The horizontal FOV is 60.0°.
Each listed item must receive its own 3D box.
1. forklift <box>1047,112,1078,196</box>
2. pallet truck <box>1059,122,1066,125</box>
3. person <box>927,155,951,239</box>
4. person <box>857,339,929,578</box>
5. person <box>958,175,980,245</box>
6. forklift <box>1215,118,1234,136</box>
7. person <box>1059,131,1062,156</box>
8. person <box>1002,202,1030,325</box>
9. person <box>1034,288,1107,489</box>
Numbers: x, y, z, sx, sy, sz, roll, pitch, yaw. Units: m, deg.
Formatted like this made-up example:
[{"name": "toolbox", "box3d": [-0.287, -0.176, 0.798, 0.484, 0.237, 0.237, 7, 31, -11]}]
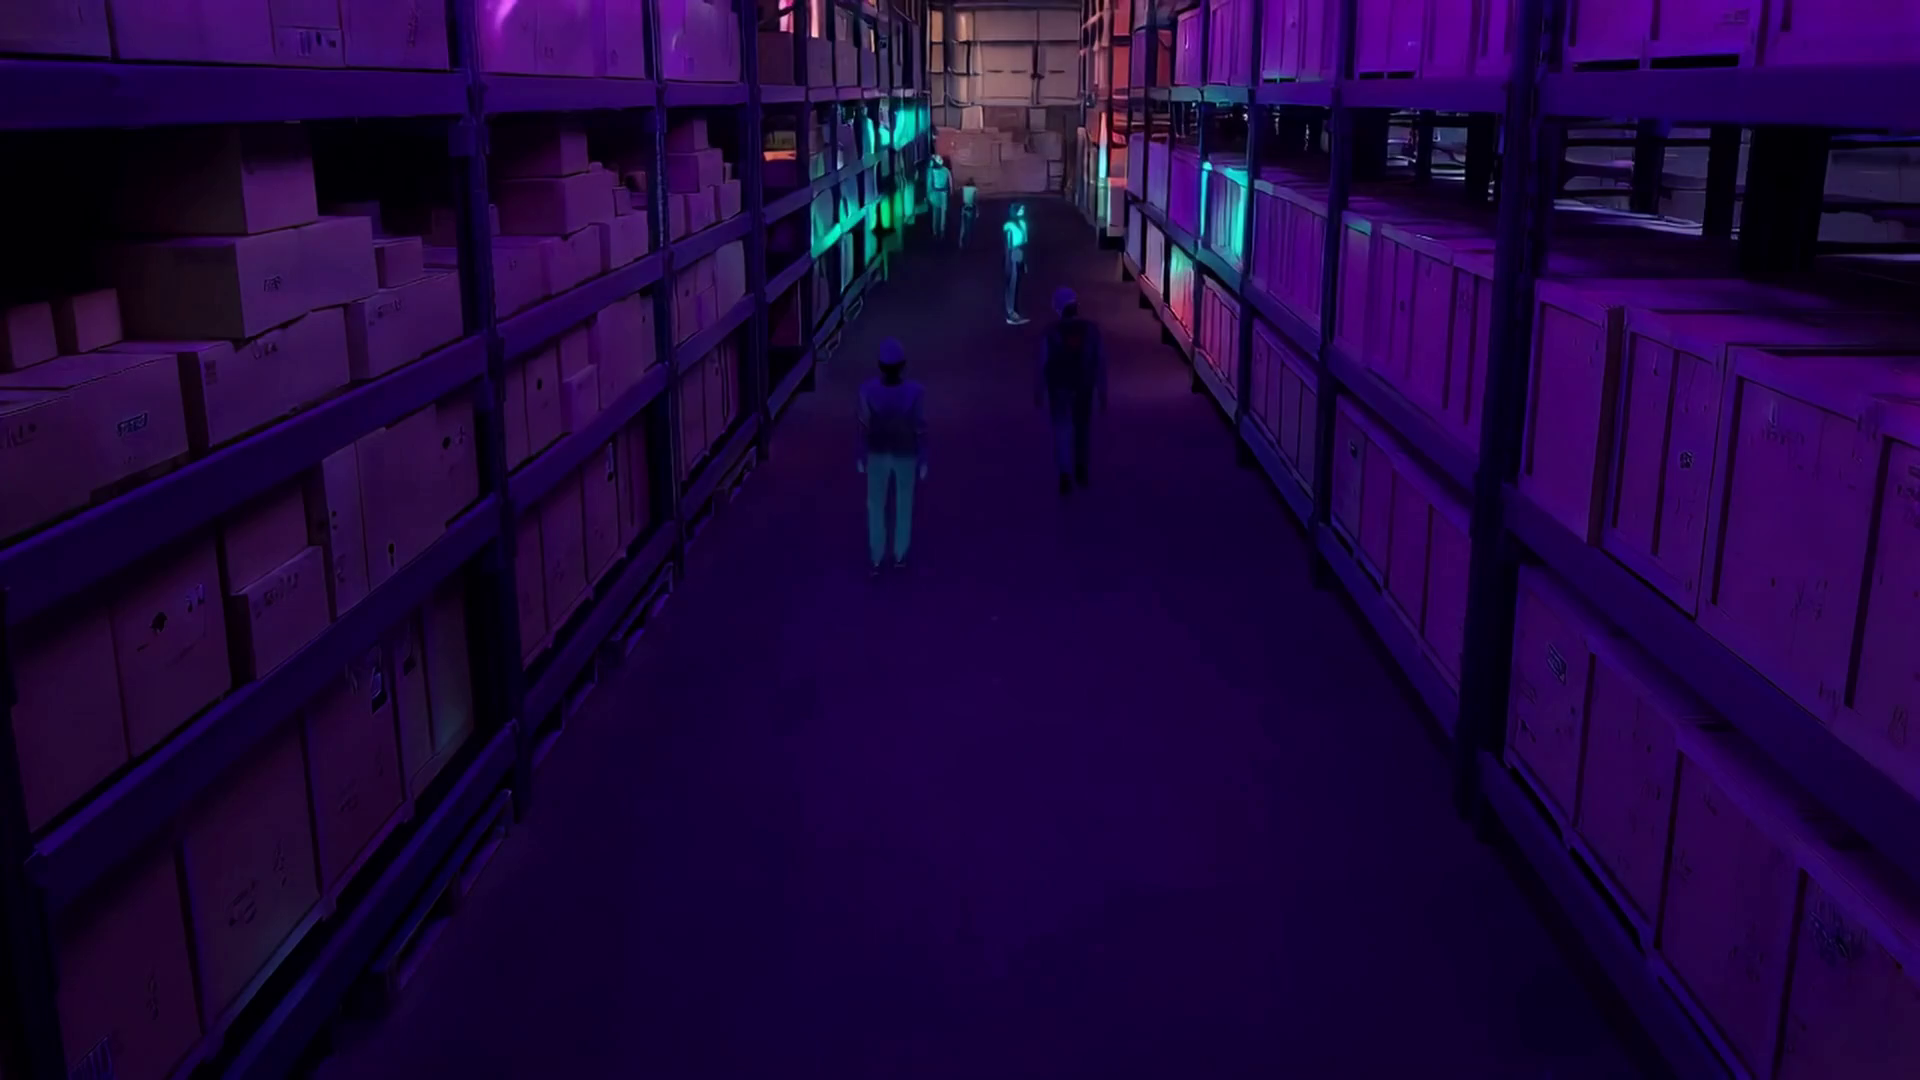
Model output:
[{"name": "forklift", "box3d": [3.892, -13.160, 56.755, 1.873, 2.768, 1.129, 0, 15, 0]}, {"name": "pallet truck", "box3d": [5.788, -21.111, 88.014, 1.885, 1.965, 0.823, 5, 16, 18]}, {"name": "person", "box3d": [-0.517, -8.388, 40.637, 0.617, 2.021, 0.758, -1, 15, -3]}, {"name": "person", "box3d": [-0.503, -0.588, 12.118, 0.553, 1.737, 0.736, 2, 15, 7]}, {"name": "person", "box3d": [0.190, -7.677, 38.757, 0.540, 1.615, 0.746, 6, 16, 22]}, {"name": "forklift", "box3d": [6.960, -9.658, 43.725, 1.873, 2.768, 1.129, 8, 17, 27]}, {"name": "person", "box3d": [4.970, -19.273, 81.425, 0.599, 1.882, 0.380, -2, 15, -9]}, {"name": "person", "box3d": [0.852, -4.257, 25.585, 0.389, 1.850, 0.566, 8, 17, 26]}, {"name": "person", "box3d": [0.997, -1.364, 14.978, 0.658, 1.779, 0.792, 0, 15, 0]}]
